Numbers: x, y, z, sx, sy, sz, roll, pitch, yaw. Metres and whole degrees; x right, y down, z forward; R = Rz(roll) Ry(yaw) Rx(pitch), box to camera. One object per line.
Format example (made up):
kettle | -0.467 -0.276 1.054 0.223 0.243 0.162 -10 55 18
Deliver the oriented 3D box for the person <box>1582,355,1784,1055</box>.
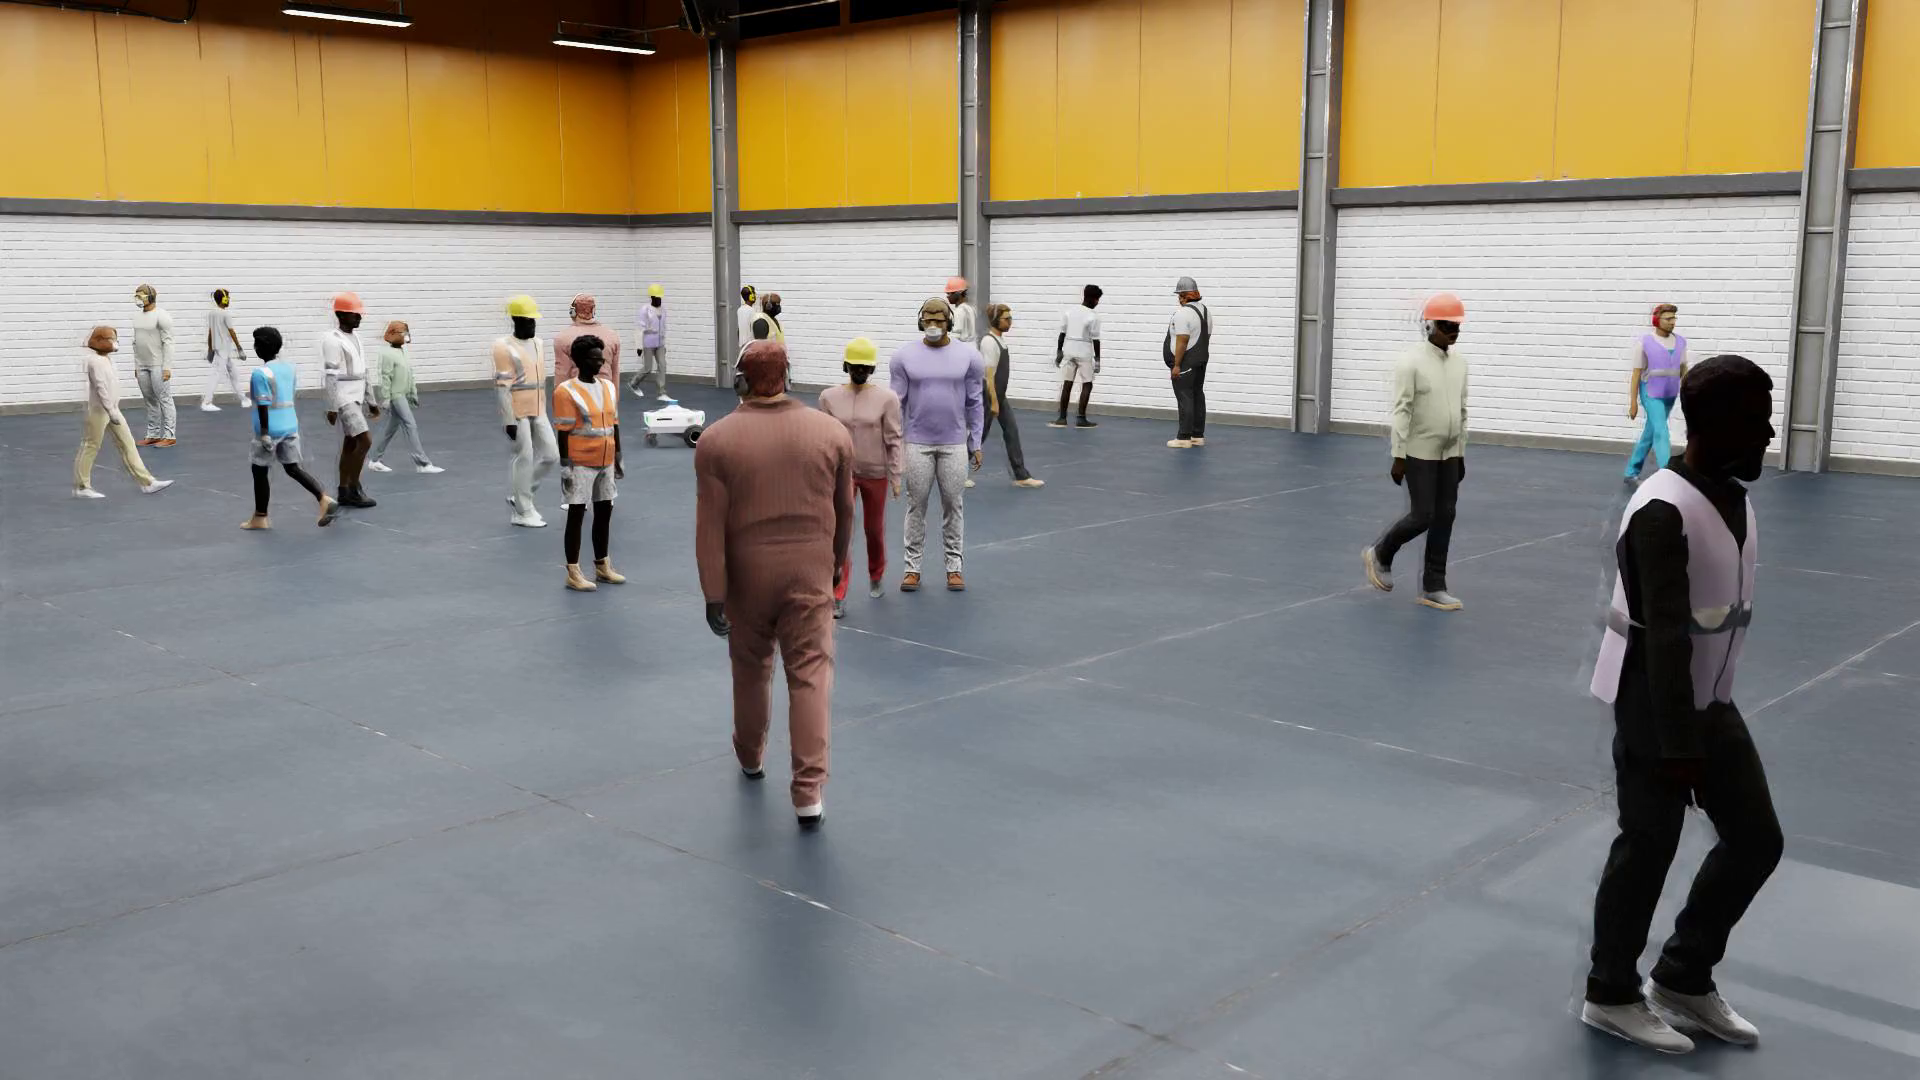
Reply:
person | 1.953 0.466 4.411 0.598 1.899 0.573 -9 13 -42

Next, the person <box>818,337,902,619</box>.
person | -0.625 -0.419 10.412 0.540 1.715 0.909 0 9 2

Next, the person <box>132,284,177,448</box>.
person | -9.580 -2.057 19.740 0.634 1.939 0.367 5 10 27

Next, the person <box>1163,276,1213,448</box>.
person | 2.682 -2.125 19.843 0.536 2.000 0.688 7 12 37

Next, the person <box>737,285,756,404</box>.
person | -3.137 -2.869 24.913 0.328 1.877 0.513 -7 12 -38

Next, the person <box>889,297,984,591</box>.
person | -0.158 -0.624 10.952 0.635 1.936 0.353 0 9 -1

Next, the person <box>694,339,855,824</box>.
person | -0.724 0.136 6.586 0.648 1.848 1.029 -2 10 -13

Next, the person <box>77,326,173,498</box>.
person | -7.813 -1.172 15.375 0.849 1.593 0.507 -1 9 -3

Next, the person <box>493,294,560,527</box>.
person | -3.531 -1.048 13.622 0.424 1.908 0.605 4 10 23

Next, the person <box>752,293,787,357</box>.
person | -2.381 -2.172 20.786 0.456 1.823 0.645 2 9 12

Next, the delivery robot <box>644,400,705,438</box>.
delivery robot | -3.404 -1.423 19.796 0.707 0.478 0.477 -2 9 -13

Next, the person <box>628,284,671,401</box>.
person | -5.014 -3.181 26.810 0.784 1.889 0.638 7 11 35

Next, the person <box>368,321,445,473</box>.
person | -5.817 -1.480 17.271 0.841 1.589 0.512 1 9 4

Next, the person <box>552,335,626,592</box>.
person | -2.457 -0.514 11.018 0.317 1.695 0.540 6 11 32

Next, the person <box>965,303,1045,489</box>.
person | 0.309 -1.380 16.022 0.965 1.799 0.538 3 10 16

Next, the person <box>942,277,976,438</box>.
person | -0.098 -2.265 20.763 0.800 2.010 0.622 1 9 7

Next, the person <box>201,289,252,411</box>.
person | -11.060 -2.858 25.036 0.516 1.818 0.997 8 12 39

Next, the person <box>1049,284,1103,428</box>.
person | 1.542 -2.442 22.171 0.784 1.929 0.371 7 12 37

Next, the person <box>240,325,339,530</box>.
person | -5.470 -0.897 13.431 0.764 1.674 0.535 2 10 13

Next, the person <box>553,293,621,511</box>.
person | -3.295 -1.207 14.625 0.641 1.908 0.407 -9 13 -44

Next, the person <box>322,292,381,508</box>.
person | -5.351 -1.233 14.770 0.577 1.919 0.544 0 9 1

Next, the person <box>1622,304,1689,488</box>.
person | 6.642 -1.340 15.779 0.568 1.797 0.974 -4 10 -24

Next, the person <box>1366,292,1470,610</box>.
person | 2.913 -0.560 10.432 0.635 1.976 0.581 -6 11 -31
